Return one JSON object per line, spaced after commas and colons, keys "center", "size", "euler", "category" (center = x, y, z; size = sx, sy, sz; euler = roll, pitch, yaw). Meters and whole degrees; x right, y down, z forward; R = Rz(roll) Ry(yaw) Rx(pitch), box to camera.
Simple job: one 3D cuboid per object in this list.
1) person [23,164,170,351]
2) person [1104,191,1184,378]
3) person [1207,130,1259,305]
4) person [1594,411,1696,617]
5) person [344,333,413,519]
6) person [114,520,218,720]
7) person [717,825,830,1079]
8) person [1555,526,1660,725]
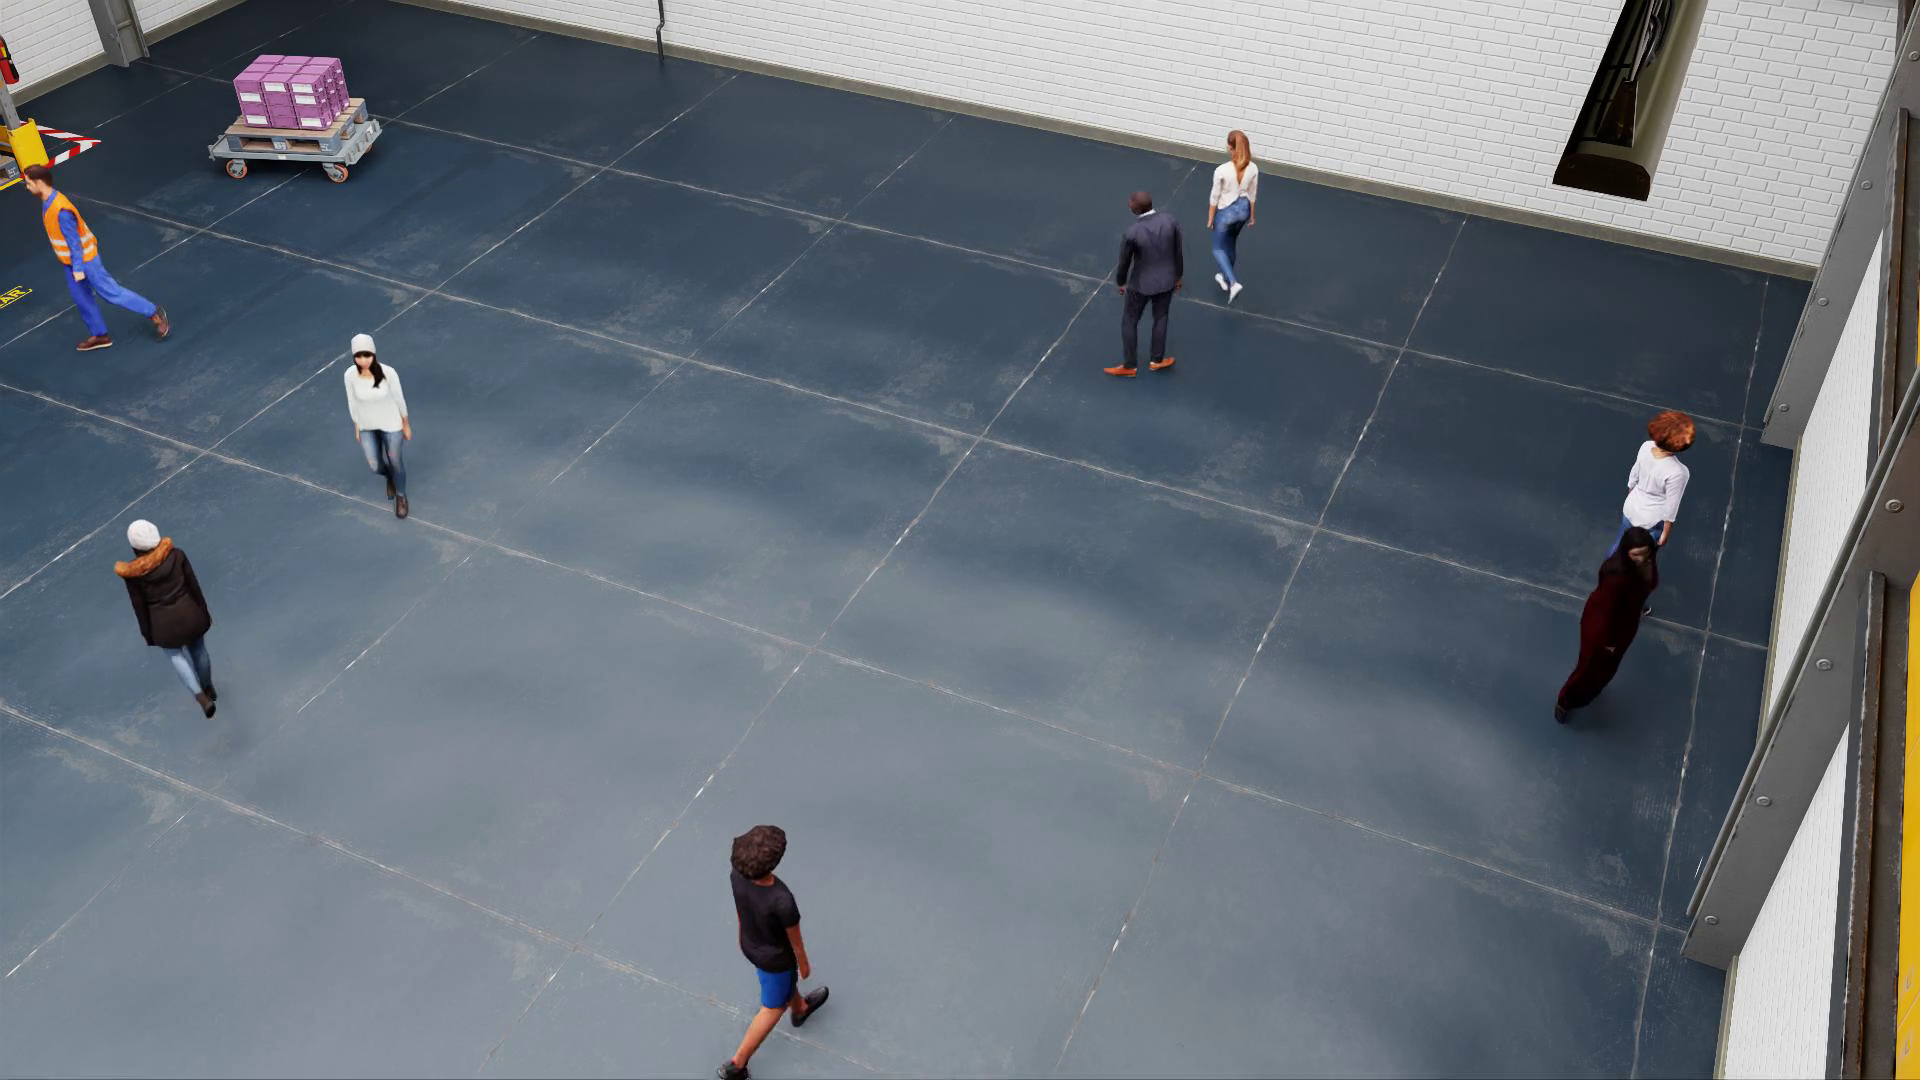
{"center": [-7.907, -2.572, 15.109], "size": [0.916, 1.835, 1.133], "euler": [27, 46, 29], "category": "person"}
{"center": [1.745, -2.276, 14.775], "size": [0.913, 1.790, 0.866], "euler": [4, 39, 5], "category": "person"}
{"center": [2.599, -3.029, 15.785], "size": [0.965, 1.706, 1.042], "euler": [-9, 40, -11], "category": "person"}
{"center": [5.054, -0.209, 12.251], "size": [0.809, 1.711, 0.744], "euler": [-12, 40, -14], "category": "person"}
{"center": [-4.605, -0.953, 13.236], "size": [0.743, 1.642, 0.798], "euler": [-6, 39, -8], "category": "person"}
{"center": [-5.323, 0.569, 11.349], "size": [0.896, 1.620, 0.883], "euler": [-27, 46, -29], "category": "person"}
{"center": [-1.094, 2.276, 9.092], "size": [0.817, 1.768, 1.185], "euler": [28, 46, 30], "category": "person"}
{"center": [4.416, 0.525, 11.319], "size": [0.855, 1.726, 0.644], "euler": [16, 41, 19], "category": "person"}
